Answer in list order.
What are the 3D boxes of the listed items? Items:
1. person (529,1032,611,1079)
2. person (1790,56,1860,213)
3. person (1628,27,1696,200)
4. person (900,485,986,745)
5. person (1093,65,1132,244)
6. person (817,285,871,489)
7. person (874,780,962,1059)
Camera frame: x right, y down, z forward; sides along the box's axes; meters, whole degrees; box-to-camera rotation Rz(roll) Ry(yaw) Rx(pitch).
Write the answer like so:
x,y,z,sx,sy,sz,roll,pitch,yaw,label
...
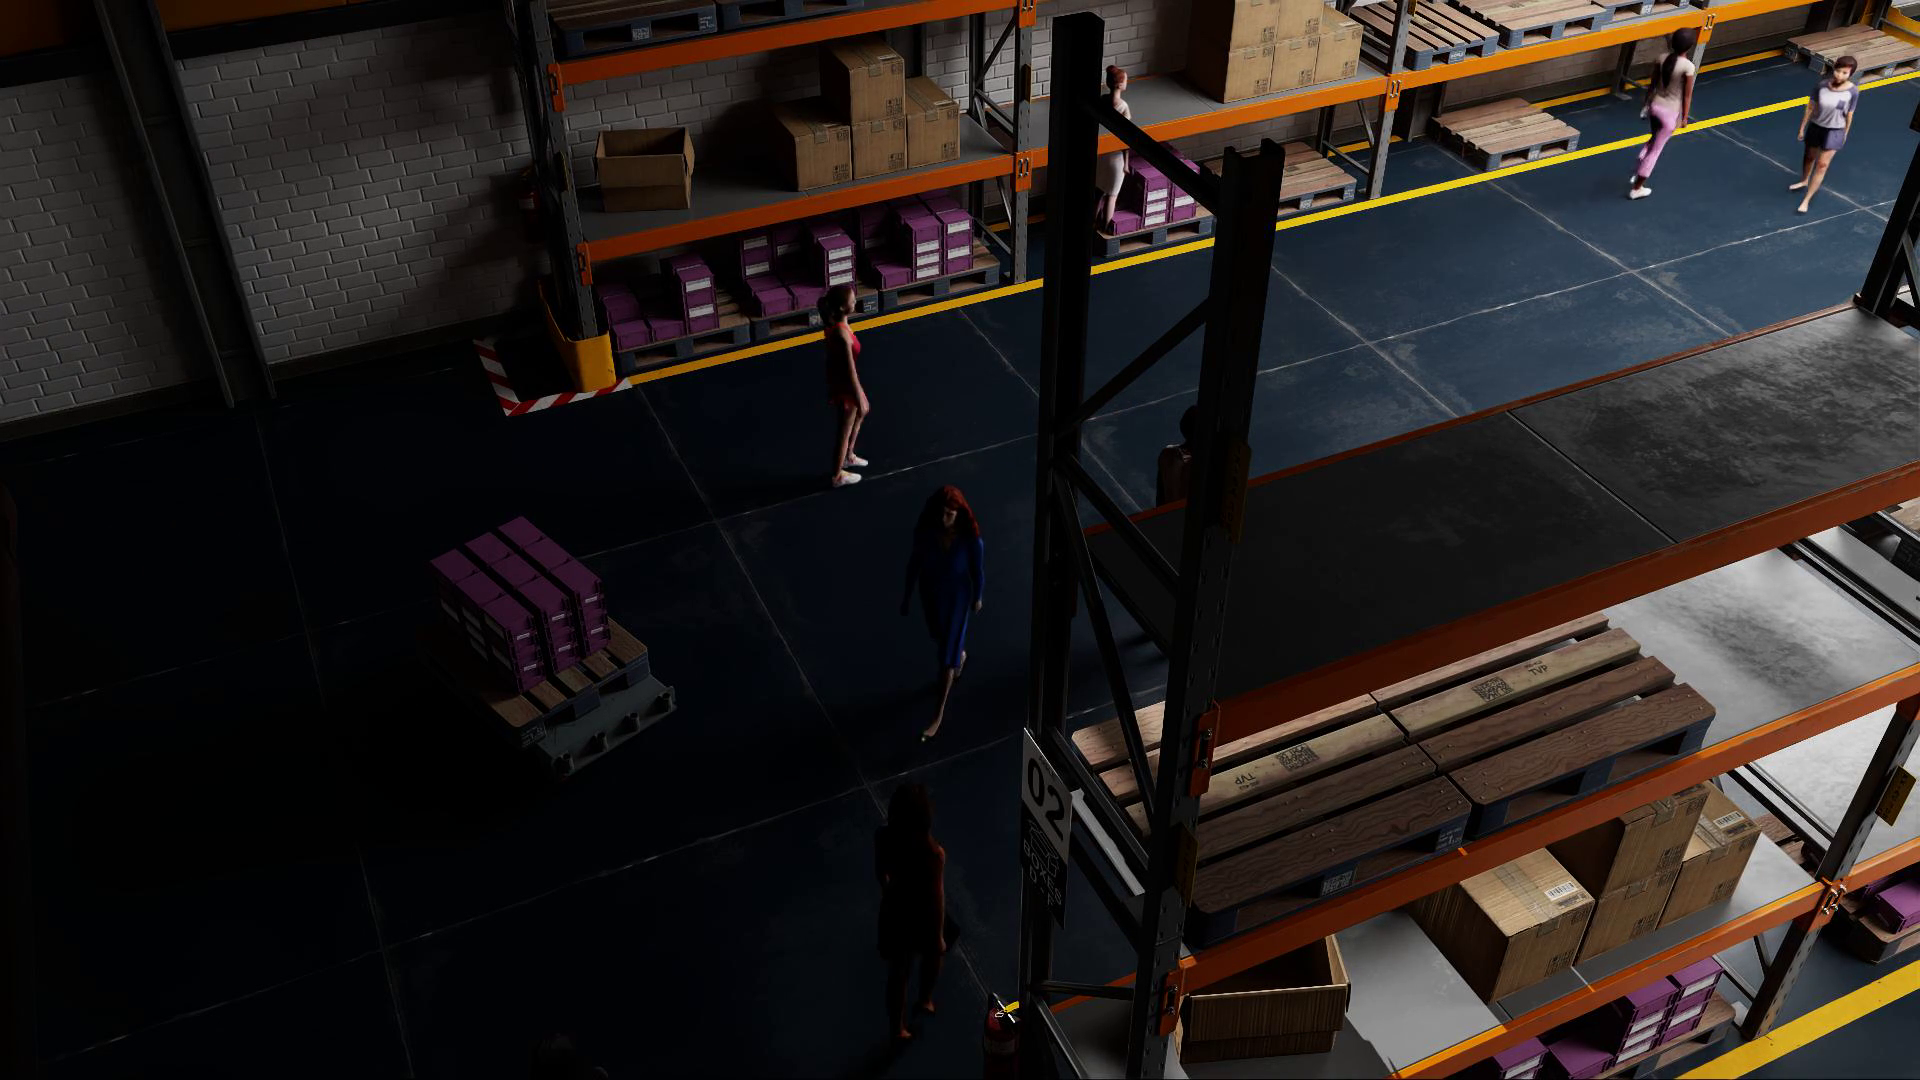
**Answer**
x,y,z,sx,sy,sz,roll,pitch,yaw,label
-1.632,2.880,7.500,0.925,1.674,0.997,25,45,28,person
8.481,-4.031,16.275,0.818,1.522,0.999,29,47,31,person
6.809,-4.132,16.236,0.596,1.729,0.559,-16,41,-20,person
-0.060,0.352,10.579,1.044,1.781,1.173,17,42,20,person
1.388,-3.560,15.468,0.546,1.793,0.583,-23,44,-26,person
-0.952,-1.122,12.458,0.629,1.739,0.577,-15,41,-18,person
-0.281,2.018,8.468,0.779,1.812,0.838,20,43,23,person
